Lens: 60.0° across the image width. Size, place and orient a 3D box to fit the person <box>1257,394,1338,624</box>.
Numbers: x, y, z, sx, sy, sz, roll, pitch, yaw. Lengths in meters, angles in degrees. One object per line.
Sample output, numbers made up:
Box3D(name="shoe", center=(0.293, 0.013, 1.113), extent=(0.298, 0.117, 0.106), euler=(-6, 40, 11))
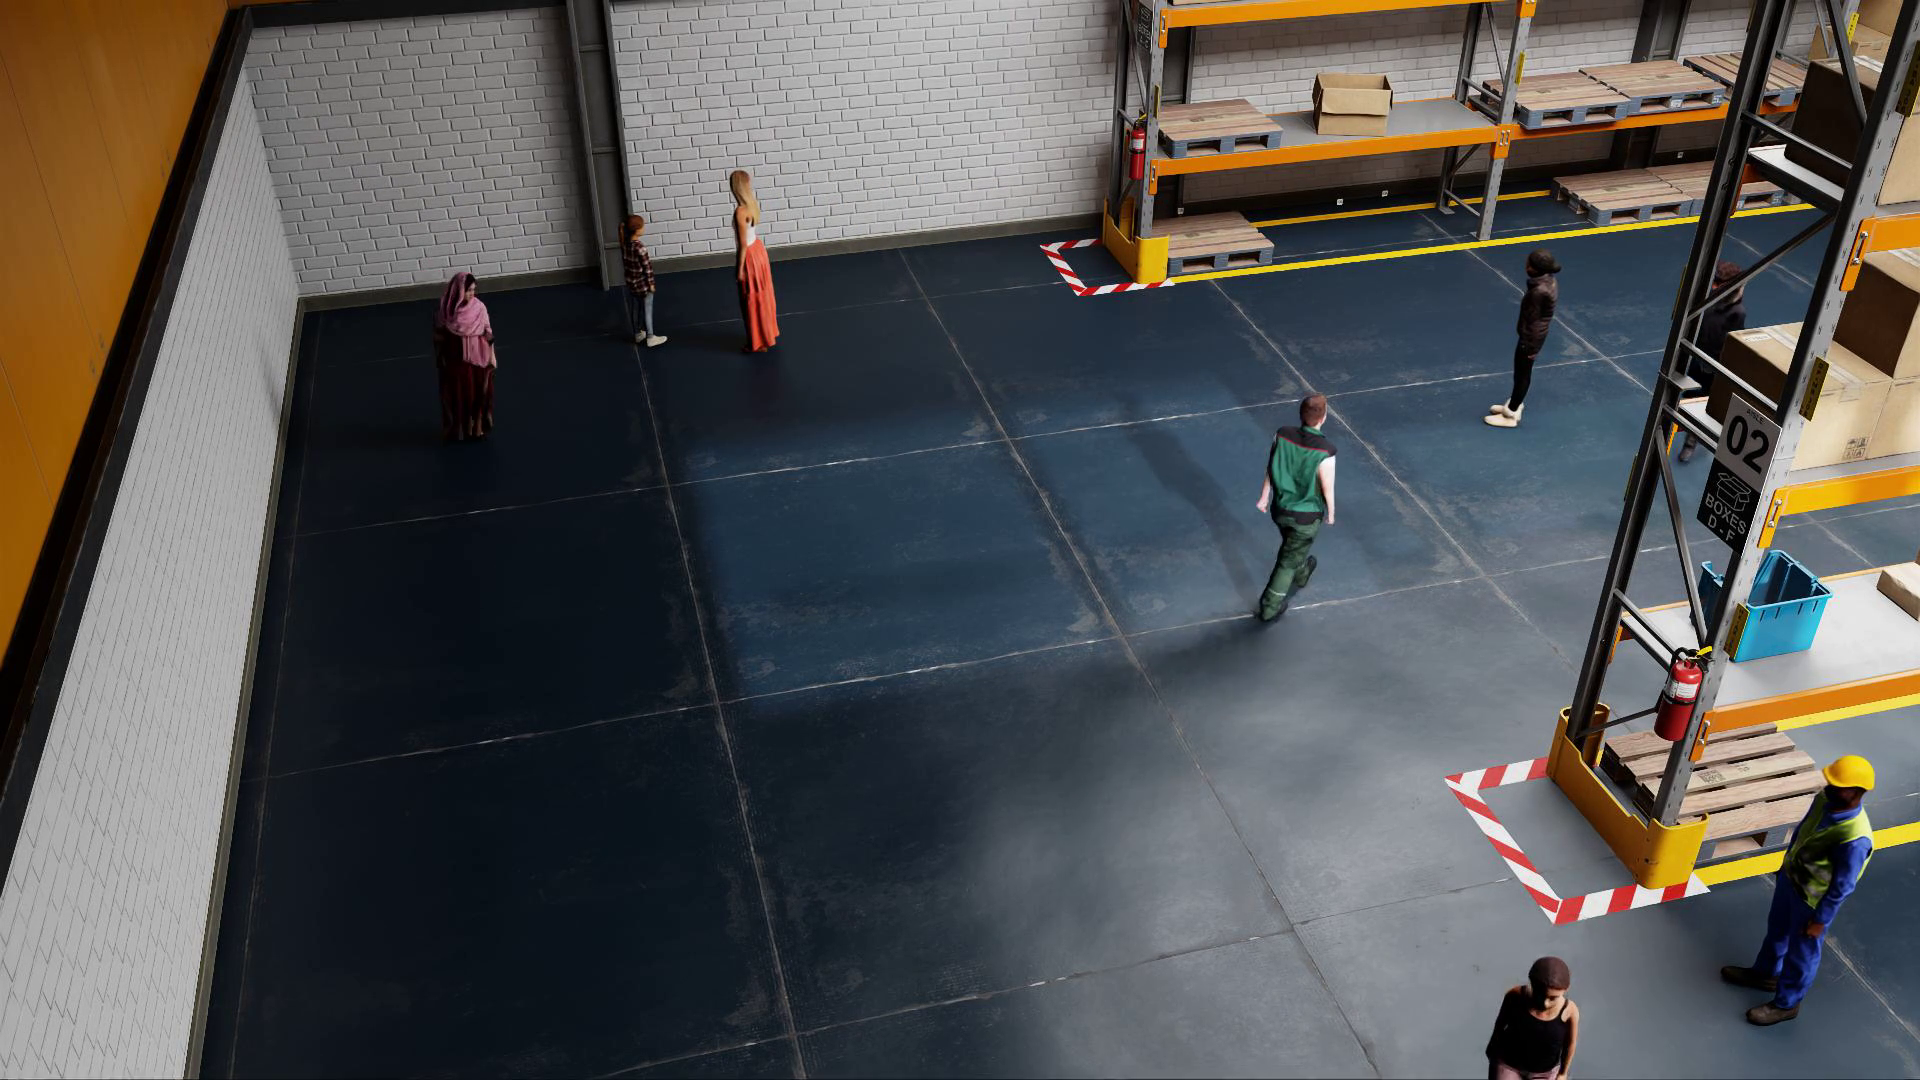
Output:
Box3D(name="person", center=(2.389, -0.194, 12.025), extent=(1.002, 1.805, 1.156), euler=(27, 42, 34))

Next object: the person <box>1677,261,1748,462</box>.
Box3D(name="person", center=(6.385, -1.565, 14.135), extent=(0.944, 1.752, 1.097), euler=(27, 42, 34))

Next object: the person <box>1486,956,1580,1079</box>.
Box3D(name="person", center=(2.800, 2.530, 8.179), extent=(0.901, 1.526, 0.912), euler=(11, 35, 15))

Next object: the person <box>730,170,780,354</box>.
Box3D(name="person", center=(-1.976, -2.626, 15.687), extent=(0.720, 1.801, 0.720), euler=(5, 34, 8))

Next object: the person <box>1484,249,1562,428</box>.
Box3D(name="person", center=(4.984, -1.753, 14.502), extent=(0.699, 1.660, 0.757), euler=(-5, 34, -7))

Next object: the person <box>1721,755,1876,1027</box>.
Box3D(name="person", center=(4.573, 1.864, 8.925), extent=(0.676, 1.811, 0.722), euler=(0, 34, 1))

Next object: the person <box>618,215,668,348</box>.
Box3D(name="person", center=(-3.074, -2.488, 15.927), extent=(0.619, 1.306, 0.658), euler=(26, 41, 33))

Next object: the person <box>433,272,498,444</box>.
Box3D(name="person", center=(-4.286, -1.573, 14.262), extent=(0.717, 1.626, 0.854), euler=(-10, 35, -14))
